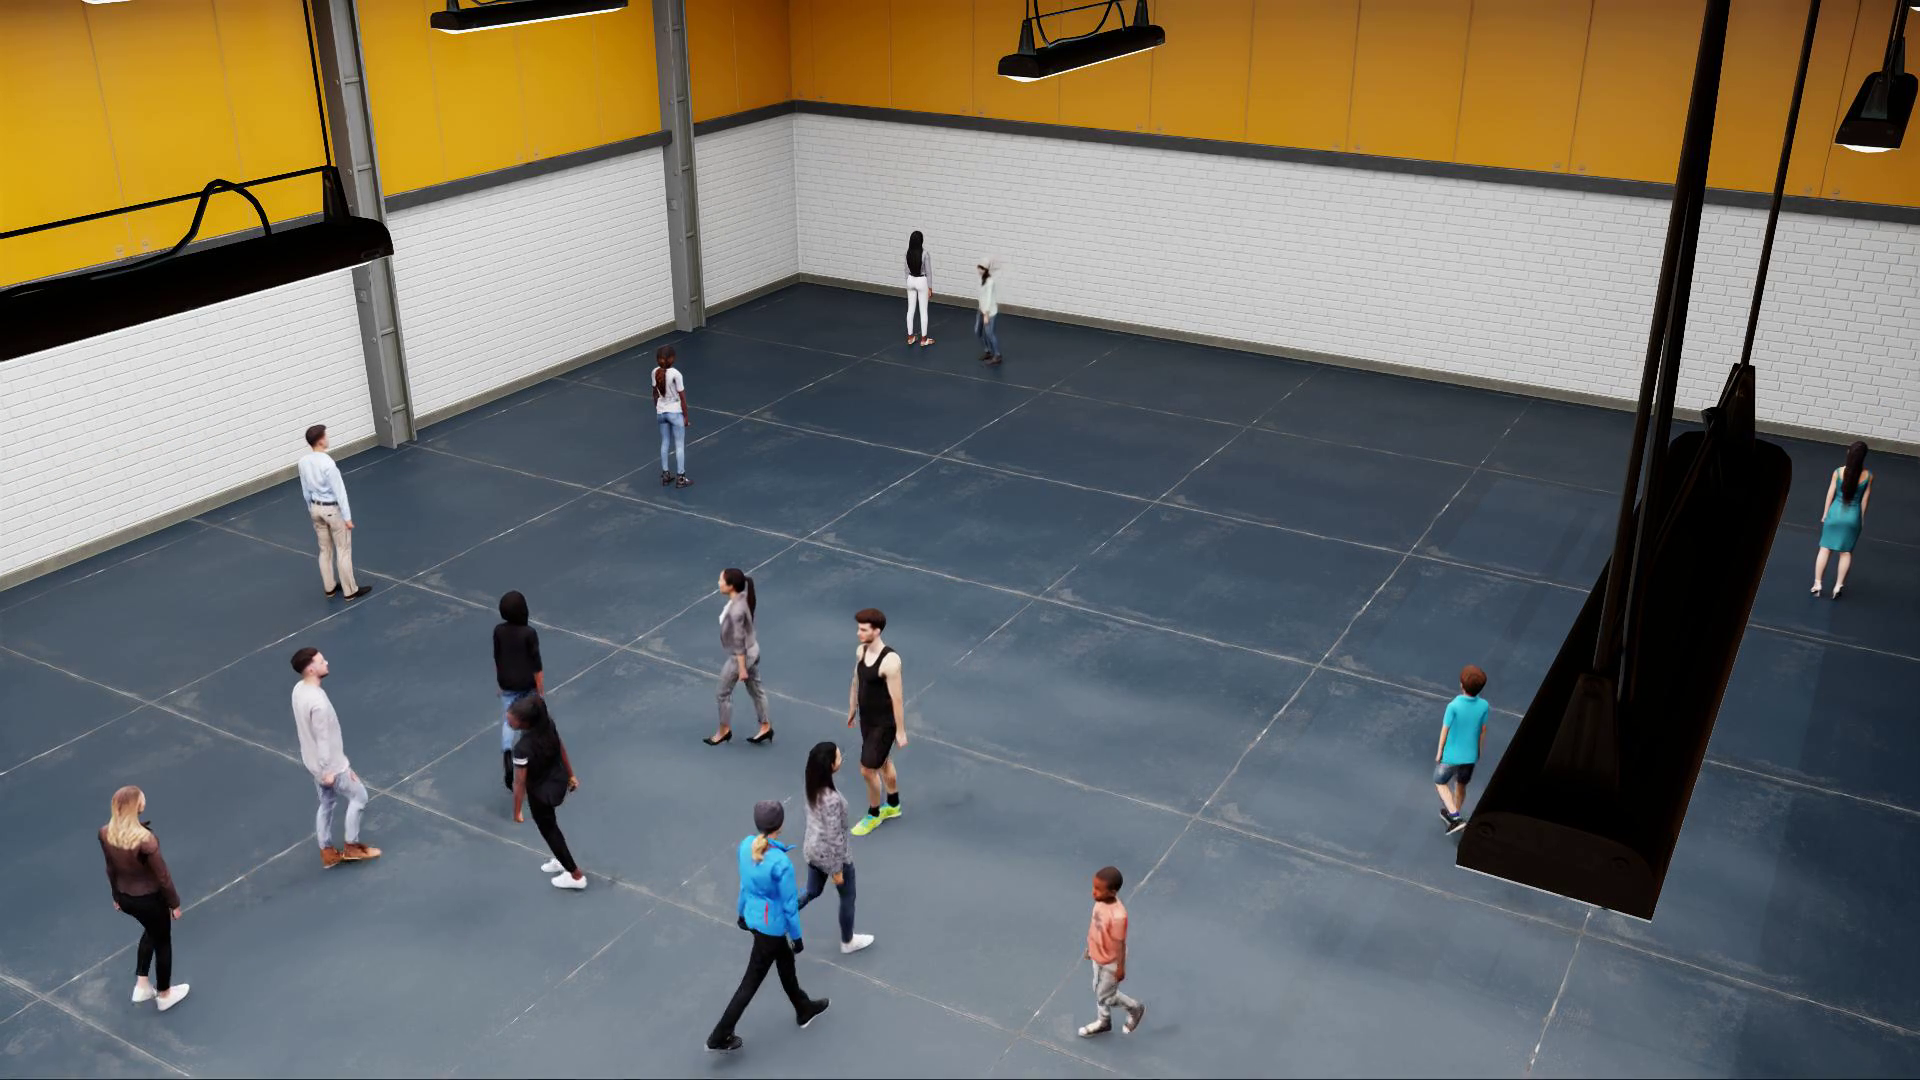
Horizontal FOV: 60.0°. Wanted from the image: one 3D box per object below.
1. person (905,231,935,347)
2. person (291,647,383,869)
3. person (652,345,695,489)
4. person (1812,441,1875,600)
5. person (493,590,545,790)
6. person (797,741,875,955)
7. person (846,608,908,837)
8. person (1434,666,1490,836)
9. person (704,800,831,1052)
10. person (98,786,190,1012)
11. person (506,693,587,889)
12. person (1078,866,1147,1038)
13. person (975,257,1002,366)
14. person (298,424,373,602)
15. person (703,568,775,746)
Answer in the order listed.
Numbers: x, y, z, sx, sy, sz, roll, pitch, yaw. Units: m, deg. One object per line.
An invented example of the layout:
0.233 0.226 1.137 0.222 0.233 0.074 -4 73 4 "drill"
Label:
-0.633 -3.809 25.043 0.594 1.724 0.487 13 27 28 "person"
-4.809 1.657 12.410 0.802 1.828 0.813 -17 29 -34 "person"
-3.431 -1.476 19.712 0.595 1.719 0.517 11 26 24 "person"
8.956 -0.206 16.850 0.534 1.685 0.476 12 26 25 "person"
-3.609 1.237 13.557 0.898 1.679 1.096 0 24 1 "person"
-0.989 2.173 11.376 1.143 1.710 0.940 -14 27 -29 "person"
-0.568 1.377 12.989 0.911 1.875 0.874 -15 28 -31 "person"
3.901 1.661 12.888 0.753 1.437 0.821 -5 24 -11 "person"
-1.295 2.507 10.545 1.240 1.764 0.921 -20 30 -38 "person"
-5.398 2.404 10.876 0.679 1.687 0.677 8 25 17 "person"
-2.975 1.845 12.126 0.836 1.710 0.691 11 26 24 "person"
1.020 2.662 10.765 0.750 1.302 0.684 -7 25 -16 "person"
0.441 -3.305 24.023 0.799 1.618 0.742 -4 24 -10 "person"
-6.378 -0.278 16.814 0.674 1.845 0.621 9 25 20 "person"
-1.757 1.020 14.087 0.878 1.651 0.884 2 24 5 "person"
